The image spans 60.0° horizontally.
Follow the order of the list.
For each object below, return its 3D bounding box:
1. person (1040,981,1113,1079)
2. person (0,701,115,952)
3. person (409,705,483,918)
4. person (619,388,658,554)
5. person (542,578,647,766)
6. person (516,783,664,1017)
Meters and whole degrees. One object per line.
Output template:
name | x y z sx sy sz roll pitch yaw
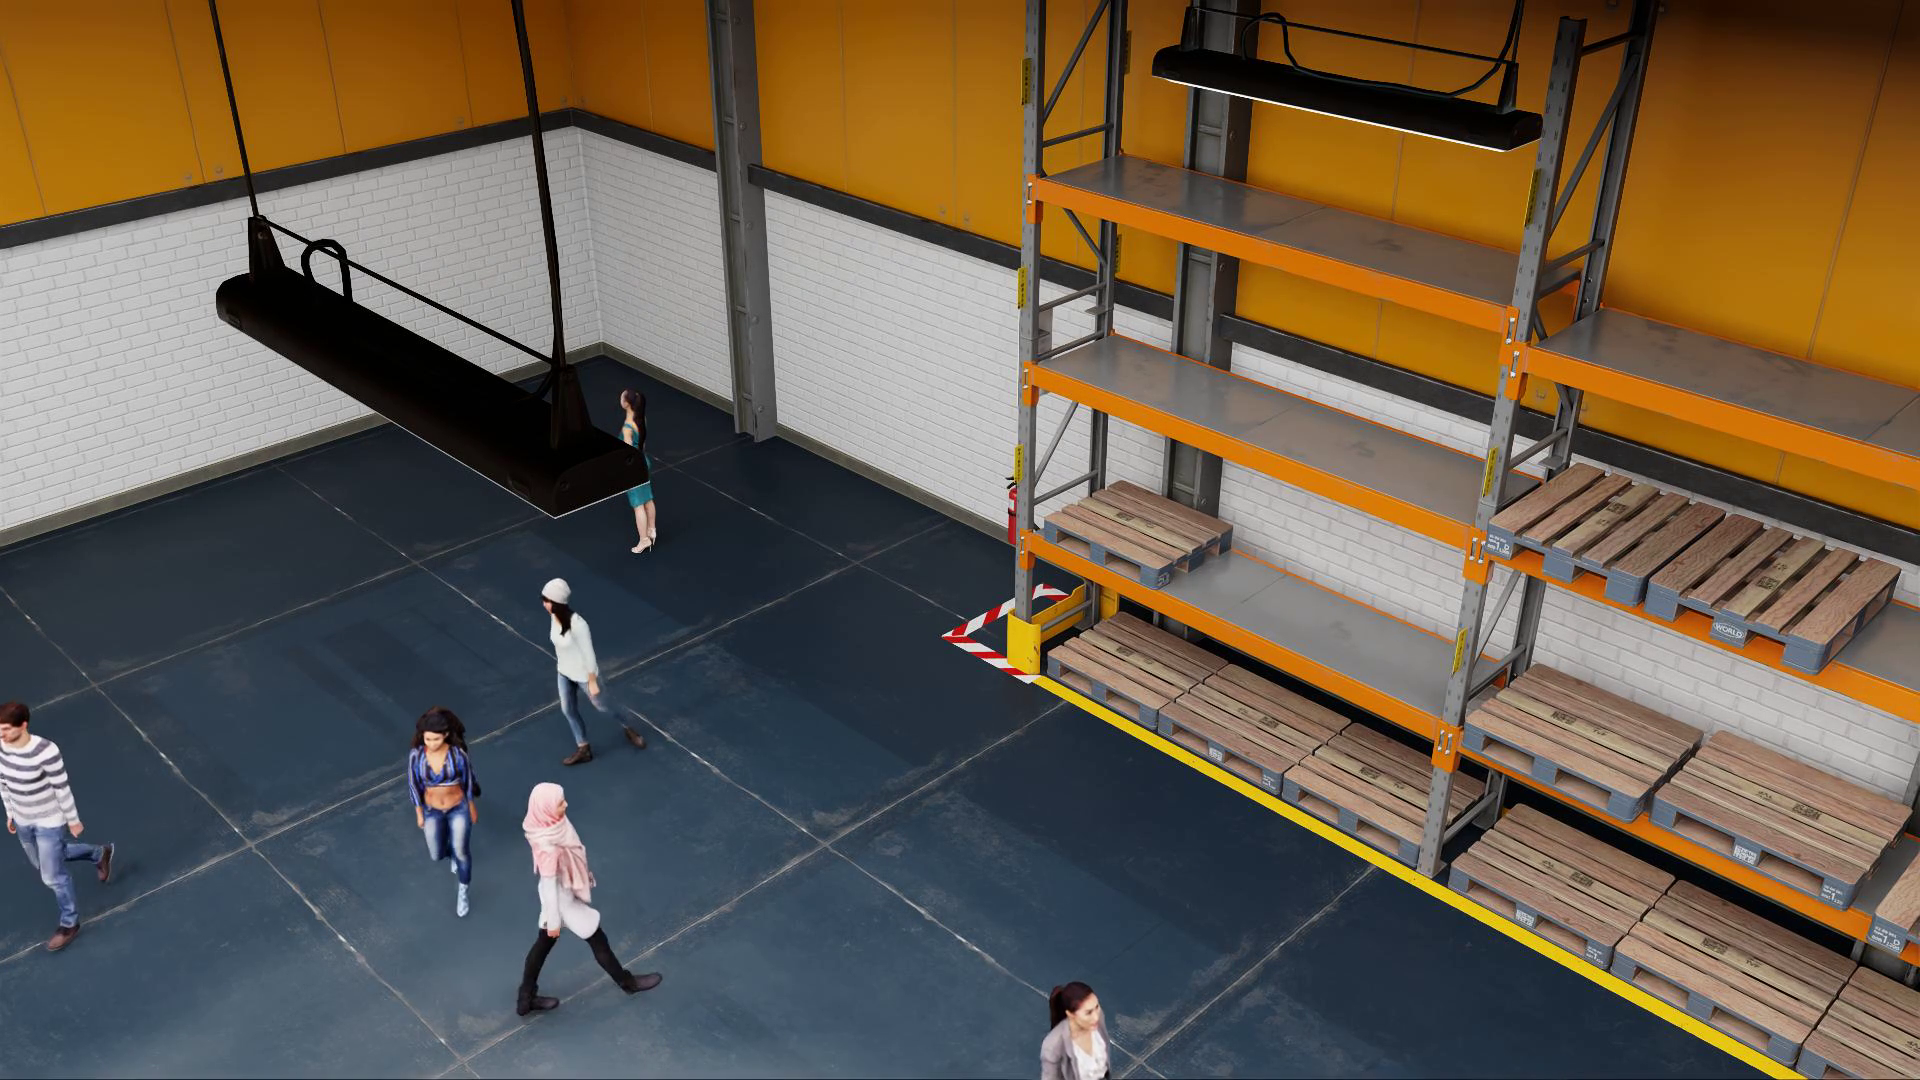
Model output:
person | 0.564 3.038 9.097 0.655 1.656 1.024 -23 36 -35
person | -6.095 1.807 11.176 1.083 1.826 0.992 9 30 16
person | -3.505 1.815 11.388 0.824 1.608 0.893 -3 29 -6
person | -3.076 -0.669 15.860 0.636 1.687 0.618 7 29 12
person | -2.893 1.003 12.867 0.834 1.618 0.746 17 33 29
person | -2.580 2.281 10.385 1.065 1.751 1.195 -9 30 -15
